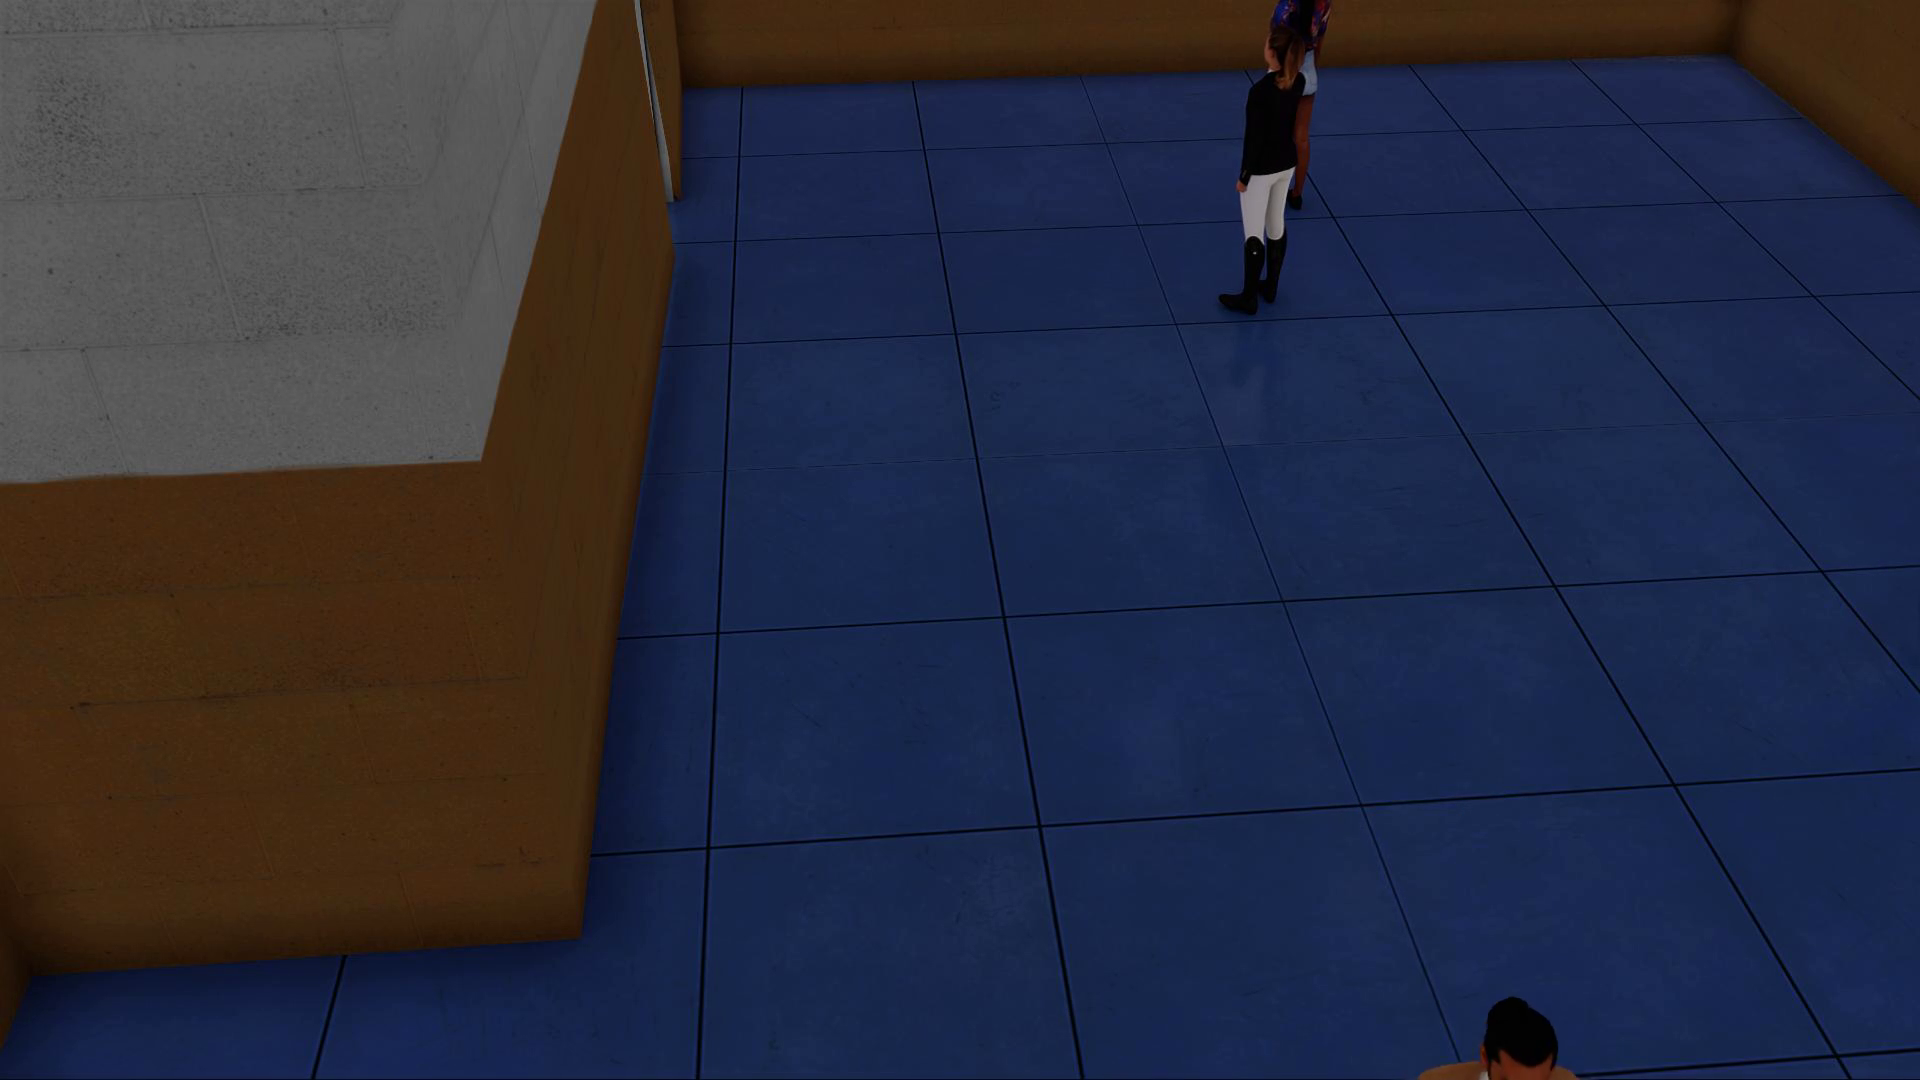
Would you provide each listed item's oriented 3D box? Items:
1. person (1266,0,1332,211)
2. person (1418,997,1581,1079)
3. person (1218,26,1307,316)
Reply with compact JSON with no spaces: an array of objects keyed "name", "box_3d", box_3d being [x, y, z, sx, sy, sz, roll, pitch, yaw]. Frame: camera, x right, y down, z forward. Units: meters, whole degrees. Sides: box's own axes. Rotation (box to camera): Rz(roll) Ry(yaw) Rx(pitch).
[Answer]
[{"name":"person","box_3d":[2.150,-2.957,10.769,0.578,1.737,0.719,-17,40,-21]},{"name":"person","box_3d":[1.352,1.774,4.456,0.639,1.743,0.771,2,37,2]},{"name":"person","box_3d":[1.784,-2.137,9.669,0.651,1.729,0.733,-27,45,-31]}]
